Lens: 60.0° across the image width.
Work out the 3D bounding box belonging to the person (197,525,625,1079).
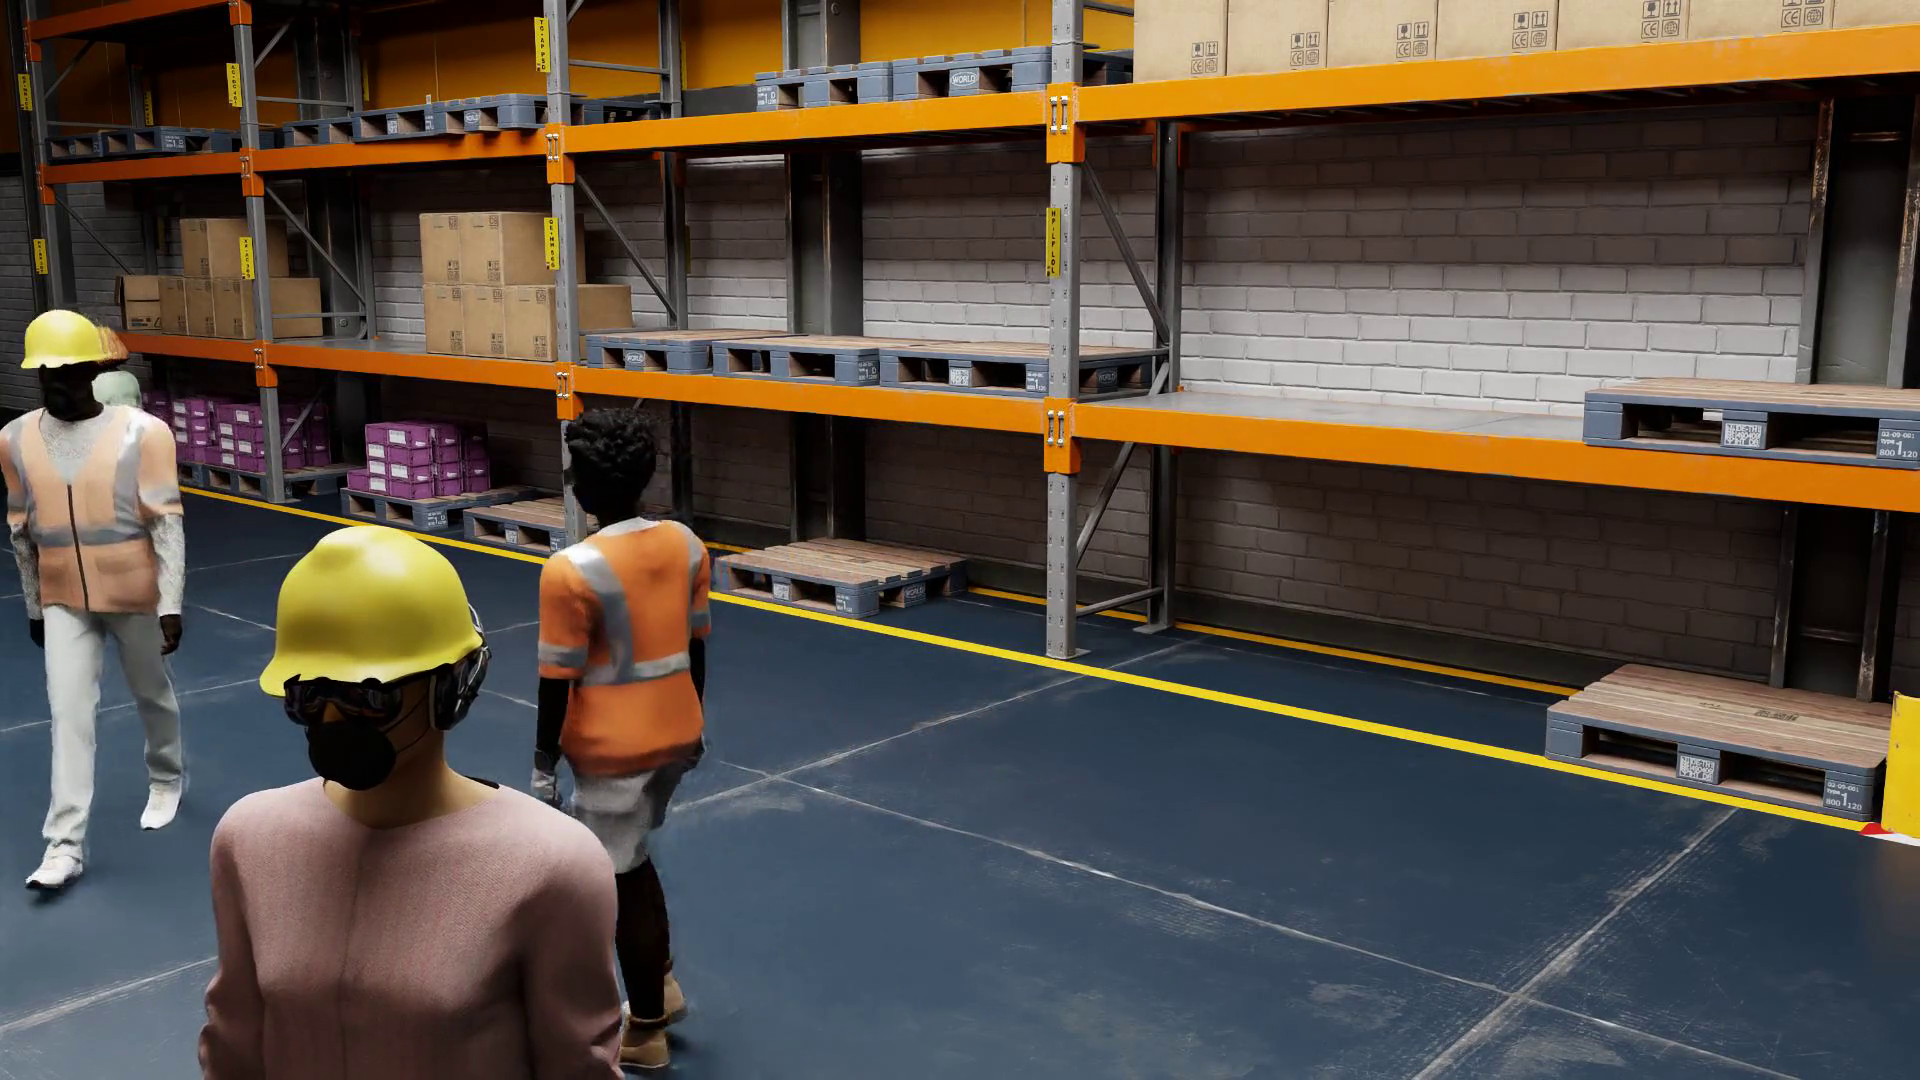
[{"bbox_3d":[-0.657,0.854,2.002,0.524,1.769,0.308,1,10,8],"label":"person"}]

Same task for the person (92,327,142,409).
[{"bbox_3d":[-4.899,-0.420,9.667,0.288,1.626,0.497,0,10,1],"label":"person"}]

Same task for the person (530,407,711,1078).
[{"bbox_3d":[-0.875,0.510,4.165,0.435,1.682,0.552,5,11,28],"label":"person"}]

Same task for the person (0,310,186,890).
[{"bbox_3d":[-2.909,0.165,5.622,0.602,1.872,1.016,-1,10,-5],"label":"person"}]
